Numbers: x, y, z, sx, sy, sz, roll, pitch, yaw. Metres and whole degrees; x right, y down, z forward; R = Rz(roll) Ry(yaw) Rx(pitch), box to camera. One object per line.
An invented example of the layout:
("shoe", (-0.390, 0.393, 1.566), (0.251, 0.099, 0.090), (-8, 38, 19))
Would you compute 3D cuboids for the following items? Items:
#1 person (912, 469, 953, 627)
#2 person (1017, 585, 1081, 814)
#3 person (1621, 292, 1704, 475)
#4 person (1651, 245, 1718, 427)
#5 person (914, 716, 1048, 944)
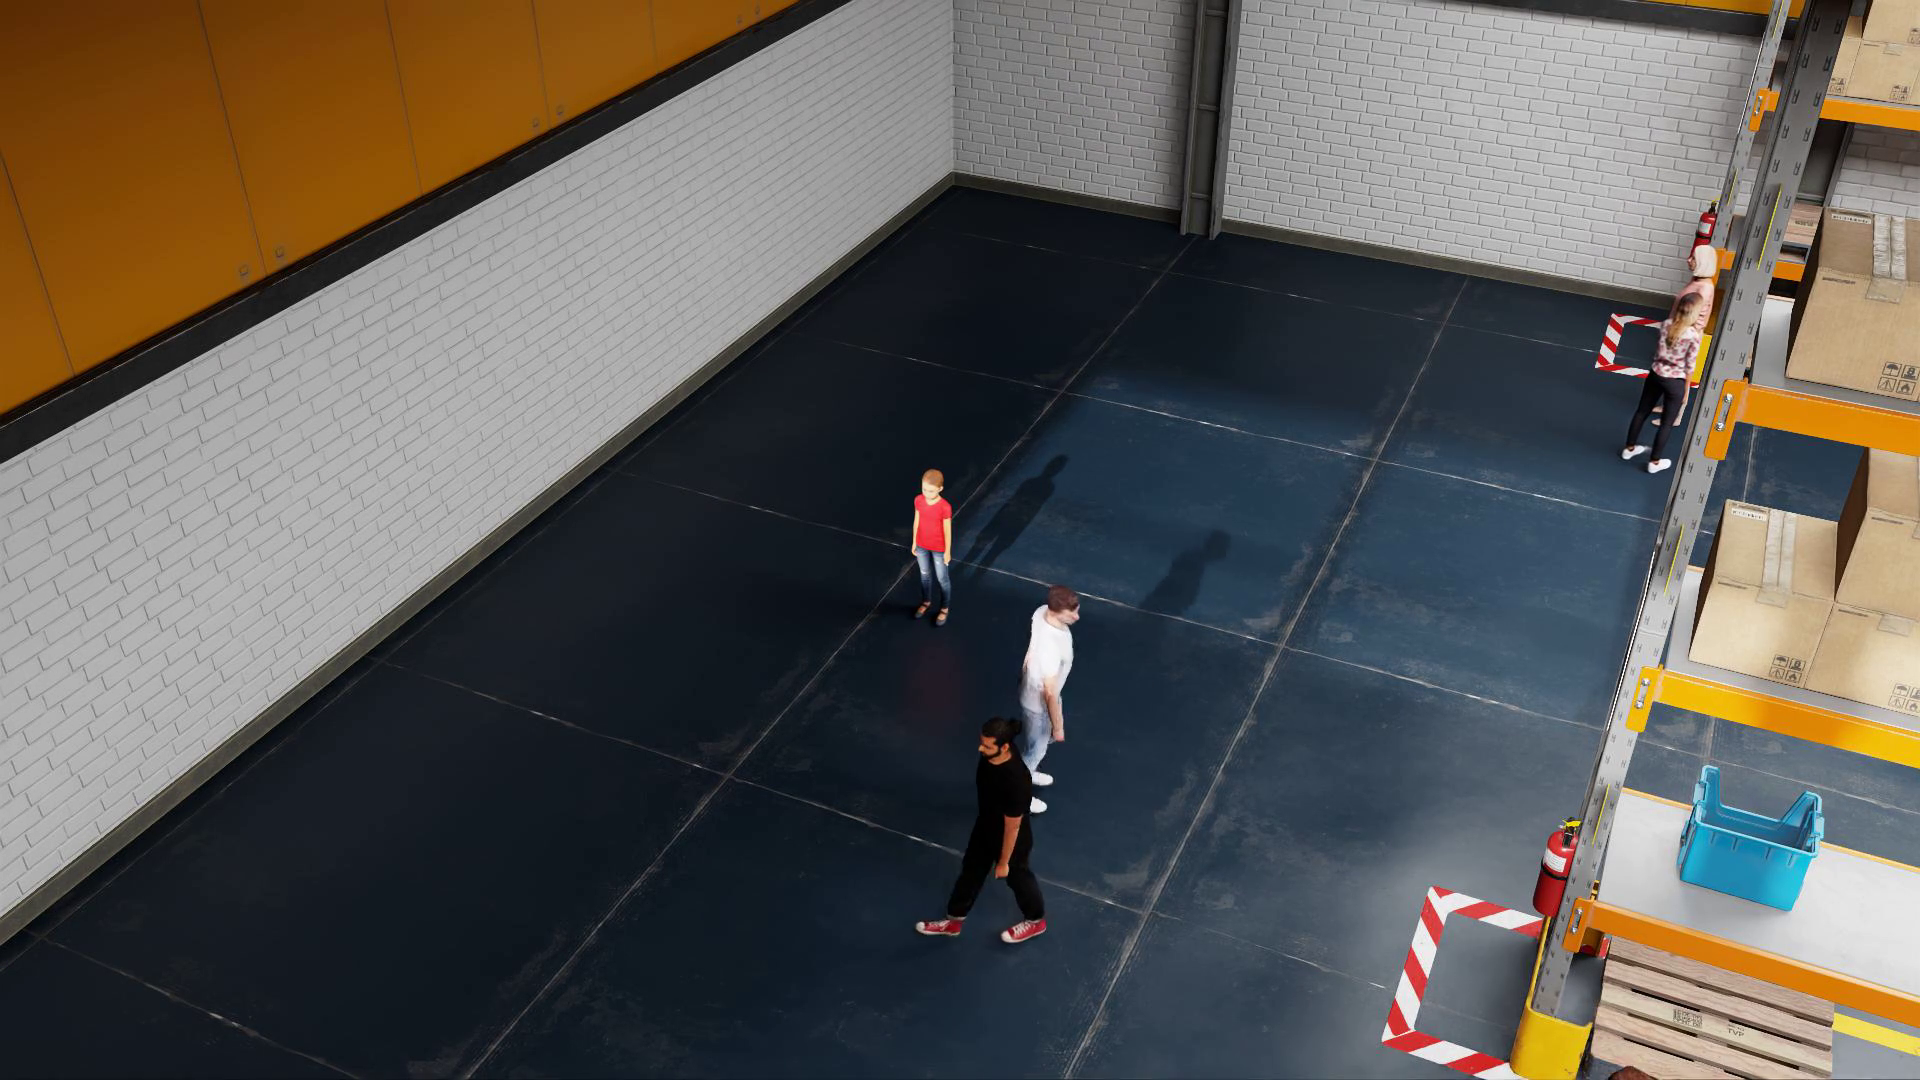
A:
("person", (-0.197, 0.025, 12.441), (0.433, 1.309, 0.542), (17, 37, 24))
("person", (0.452, 1.001, 10.522), (0.799, 1.809, 0.788), (-5, 34, -7))
("person", (6.047, -1.362, 14.242), (0.703, 1.625, 0.613), (-18, 37, -25))
("person", (6.488, -1.826, 14.851), (0.617, 1.724, 0.660), (5, 34, 7))
("person", (0.339, 1.673, 9.585), (1.103, 1.726, 1.051), (-11, 35, -17))
